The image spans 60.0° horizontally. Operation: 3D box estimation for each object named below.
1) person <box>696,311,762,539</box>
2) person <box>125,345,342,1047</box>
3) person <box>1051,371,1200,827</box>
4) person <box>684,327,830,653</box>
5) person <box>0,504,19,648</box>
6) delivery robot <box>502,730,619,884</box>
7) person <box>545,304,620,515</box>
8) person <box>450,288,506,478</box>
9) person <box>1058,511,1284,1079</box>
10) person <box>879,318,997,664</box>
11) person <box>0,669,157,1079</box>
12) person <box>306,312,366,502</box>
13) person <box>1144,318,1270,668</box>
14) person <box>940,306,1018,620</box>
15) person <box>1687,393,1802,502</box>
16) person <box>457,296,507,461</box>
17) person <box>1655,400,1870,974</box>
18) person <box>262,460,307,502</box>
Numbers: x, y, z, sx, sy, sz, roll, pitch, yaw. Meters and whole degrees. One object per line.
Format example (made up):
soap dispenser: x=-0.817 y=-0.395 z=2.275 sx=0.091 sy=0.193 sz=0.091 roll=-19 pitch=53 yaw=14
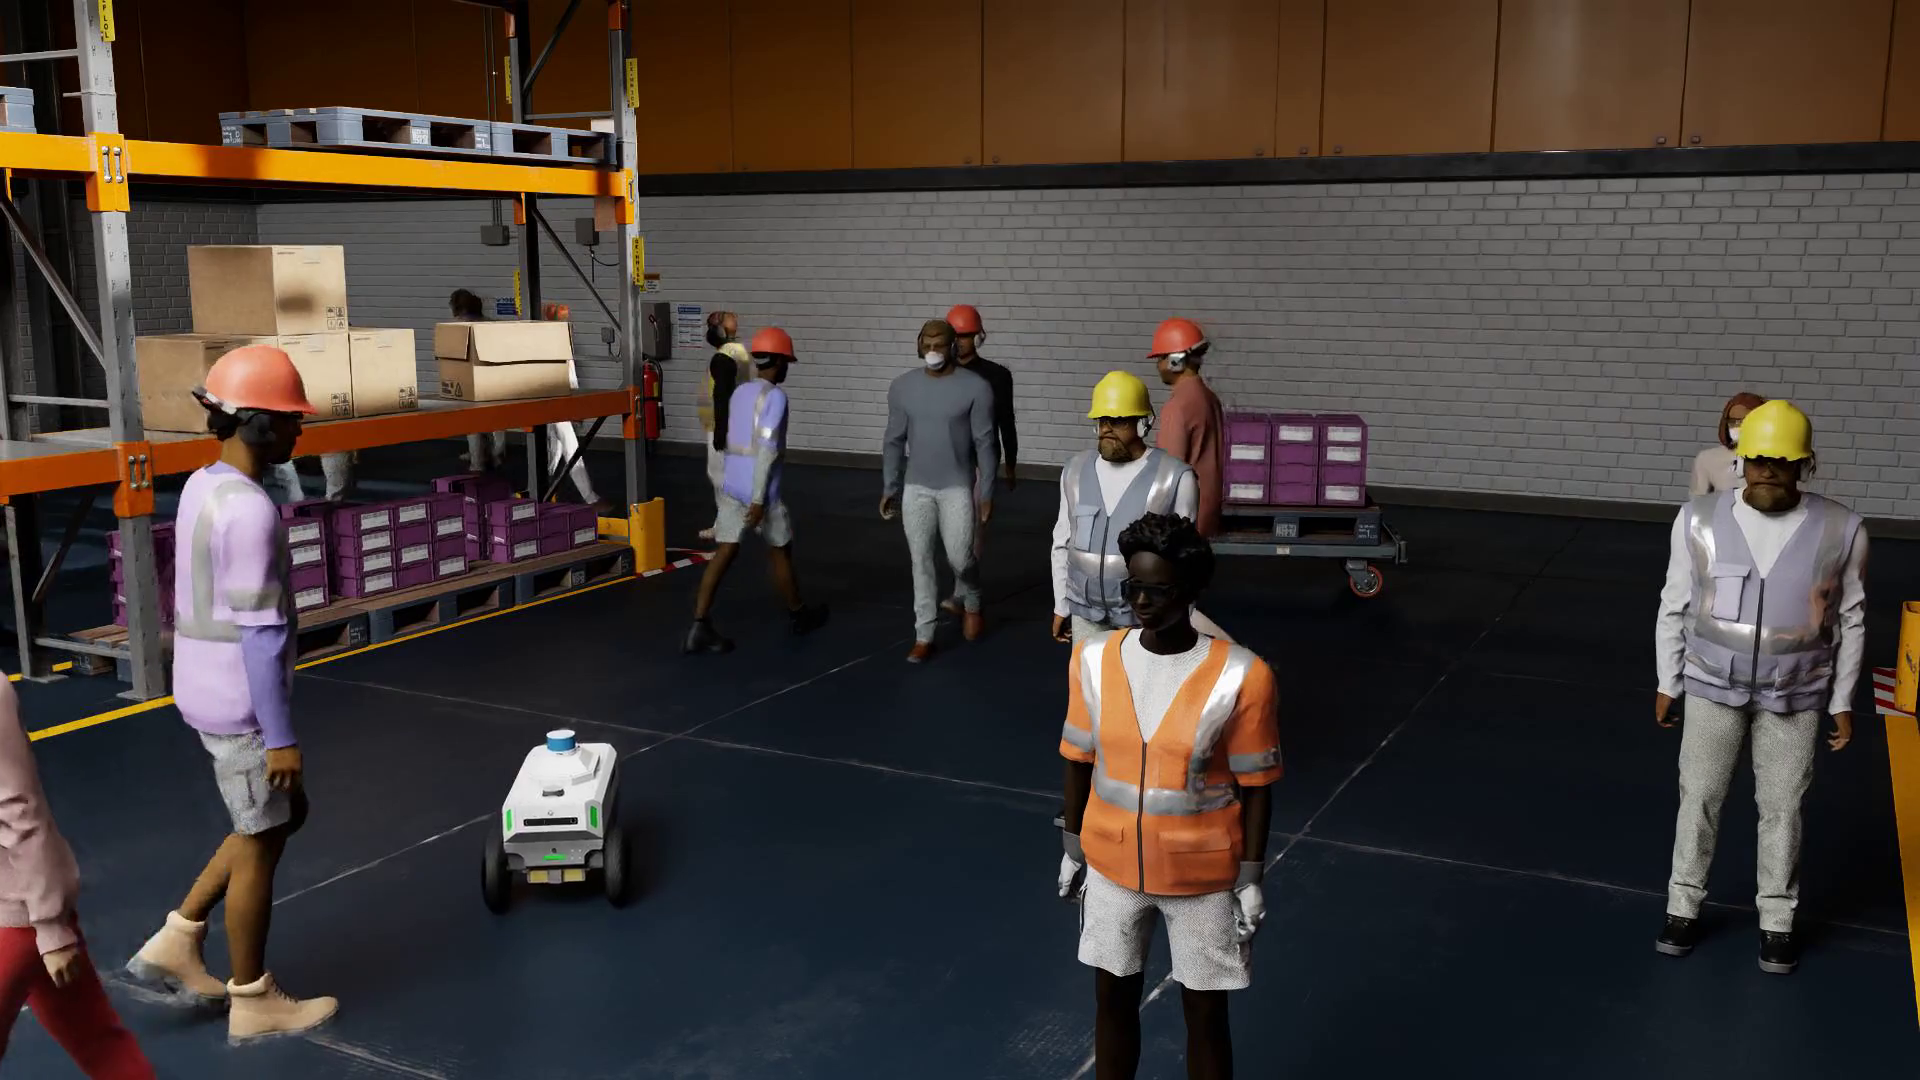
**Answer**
person: x=-1.781 y=-0.893 z=13.156 sx=0.591 sy=1.831 sz=0.631 roll=0 pitch=10 yaw=1
person: x=-2.049 y=0.461 z=4.758 sx=0.535 sy=2.026 sz=0.625 roll=-6 pitch=11 yaw=-30
person: x=0.623 y=0.256 z=6.495 sx=0.601 sy=1.830 sz=0.404 roll=5 pitch=11 yaw=27
person: x=-1.208 y=-0.294 z=9.654 sx=1.076 sy=1.849 sz=0.548 roll=-10 pitch=14 yaw=-44
person: x=-5.625 y=-0.271 z=9.335 sx=0.542 sy=1.917 sz=0.647 roll=5 pitch=11 yaw=25
delivery robot: x=-1.434 y=0.930 z=6.014 sx=0.477 sy=0.478 sz=0.707 roll=-1 pitch=10 yaw=-6
person: x=-3.429 y=-1.130 z=14.521 sx=0.897 sy=1.836 sz=0.602 roll=1 pitch=10 yaw=7
person: x=-4.926 y=-1.561 z=16.737 sx=0.418 sy=1.925 sz=0.633 roll=1 pitch=10 yaw=9
person: x=0.473 y=0.771 z=3.904 sx=0.541 sy=1.695 sz=0.316 roll=5 pitch=11 yaw=27
person: x=-0.110 y=-0.286 z=9.359 sx=0.652 sy=1.925 sz=0.611 roll=3 pitch=10 yaw=19
person: x=-2.166 y=0.805 z=3.622 sx=0.889 sy=1.712 sz=0.533 roll=-7 pitch=12 yaw=-36
person: x=-4.480 y=-0.732 z=11.954 sx=0.663 sy=1.919 sz=0.451 roll=9 pitch=13 yaw=43
person: x=1.168 y=-0.080 z=8.050 sx=0.688 sy=1.970 sz=0.636 roll=4 pitch=11 yaw=24
person: x=0.020 y=-0.496 z=10.532 sx=0.642 sy=1.964 sz=0.917 roll=4 pitch=10 yaw=21
person: x=3.707 y=0.108 z=7.983 sx=0.538 sy=1.609 sz=0.661 roll=9 pitch=13 yaw=43
person: x=-5.248 y=-1.749 z=18.193 sx=0.630 sy=1.822 sz=0.520 roll=7 pitch=12 yaw=36
person: x=2.528 y=0.464 z=5.298 sx=0.601 sy=1.827 sz=0.404 roll=5 pitch=11 yaw=27
person: x=-5.322 y=-0.751 z=13.005 sx=0.843 sy=1.581 sz=0.522 roll=-6 pitch=11 yaw=-29
